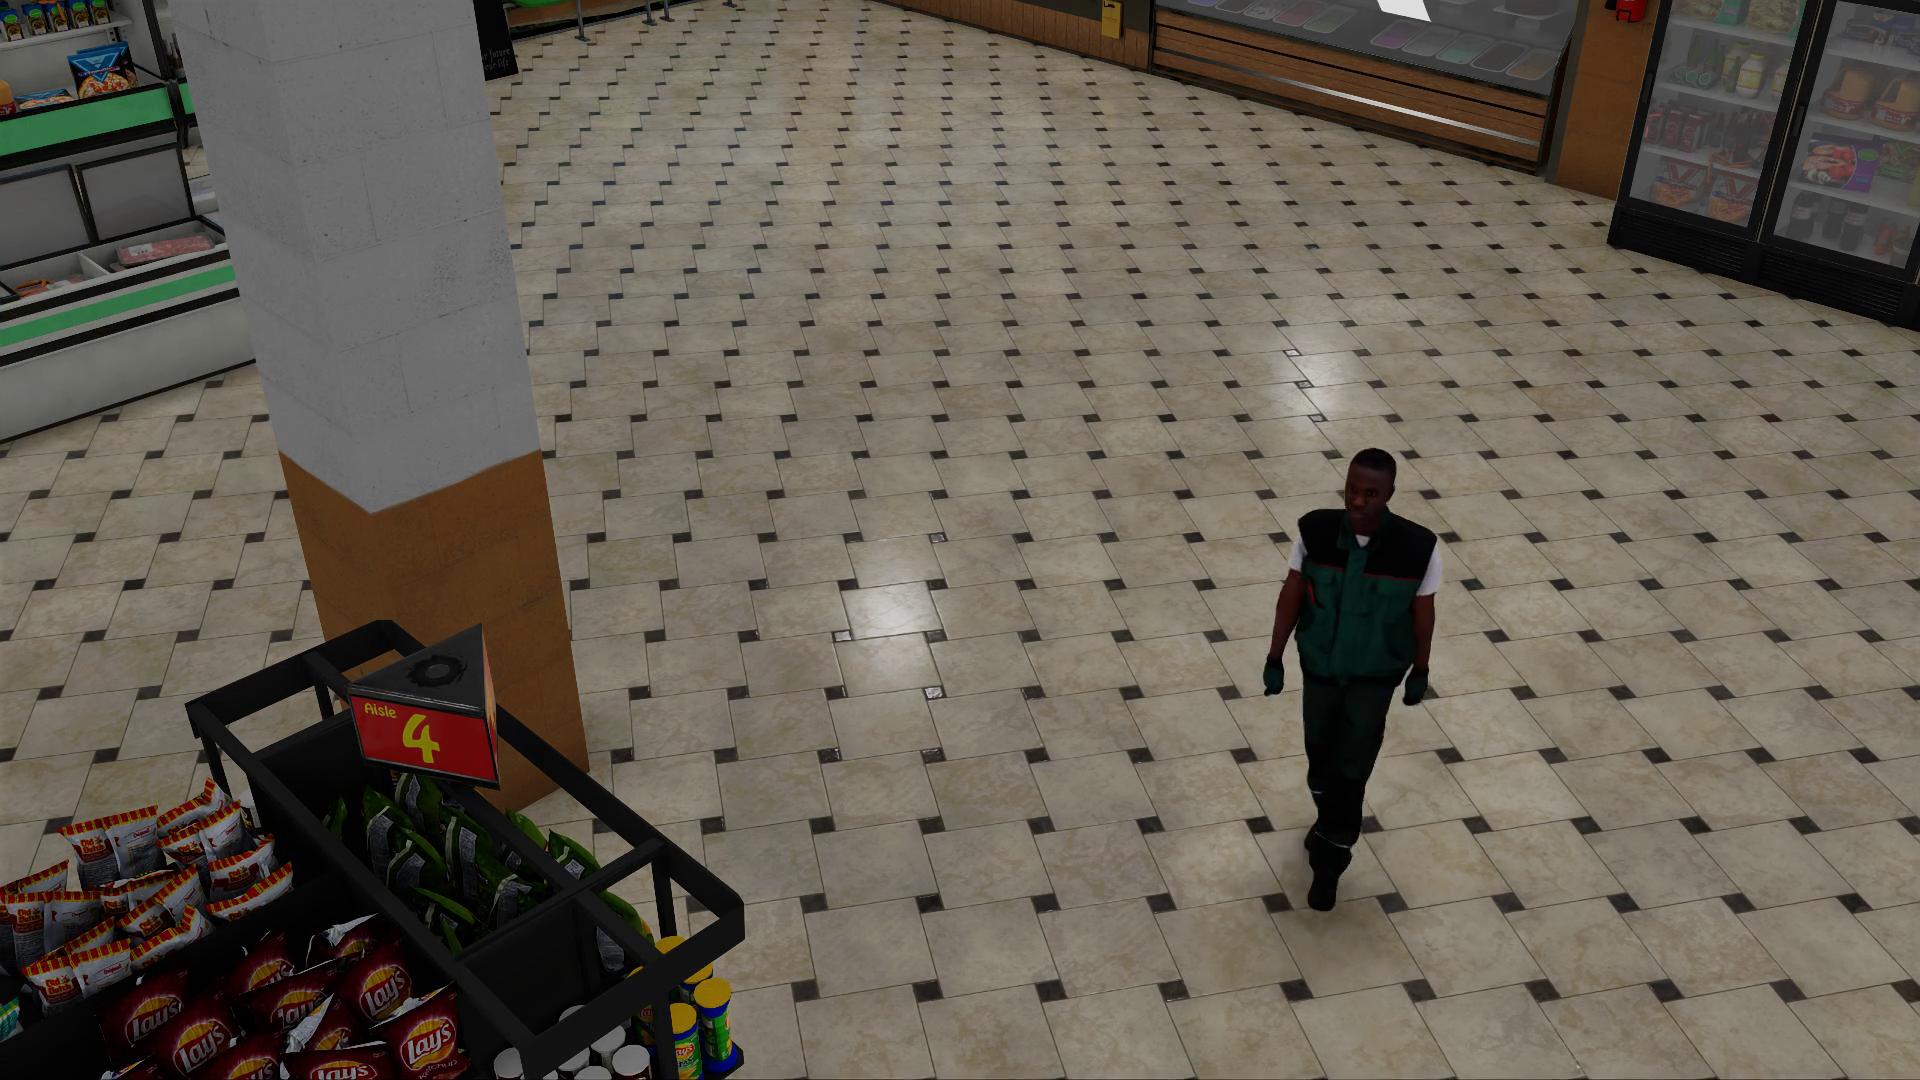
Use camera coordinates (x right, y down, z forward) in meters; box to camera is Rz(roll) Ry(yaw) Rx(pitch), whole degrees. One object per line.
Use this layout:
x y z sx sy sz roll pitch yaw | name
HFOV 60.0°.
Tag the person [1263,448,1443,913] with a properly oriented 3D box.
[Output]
1.468 0.432 6.174 0.874 1.817 0.986 15 35 23 | person
